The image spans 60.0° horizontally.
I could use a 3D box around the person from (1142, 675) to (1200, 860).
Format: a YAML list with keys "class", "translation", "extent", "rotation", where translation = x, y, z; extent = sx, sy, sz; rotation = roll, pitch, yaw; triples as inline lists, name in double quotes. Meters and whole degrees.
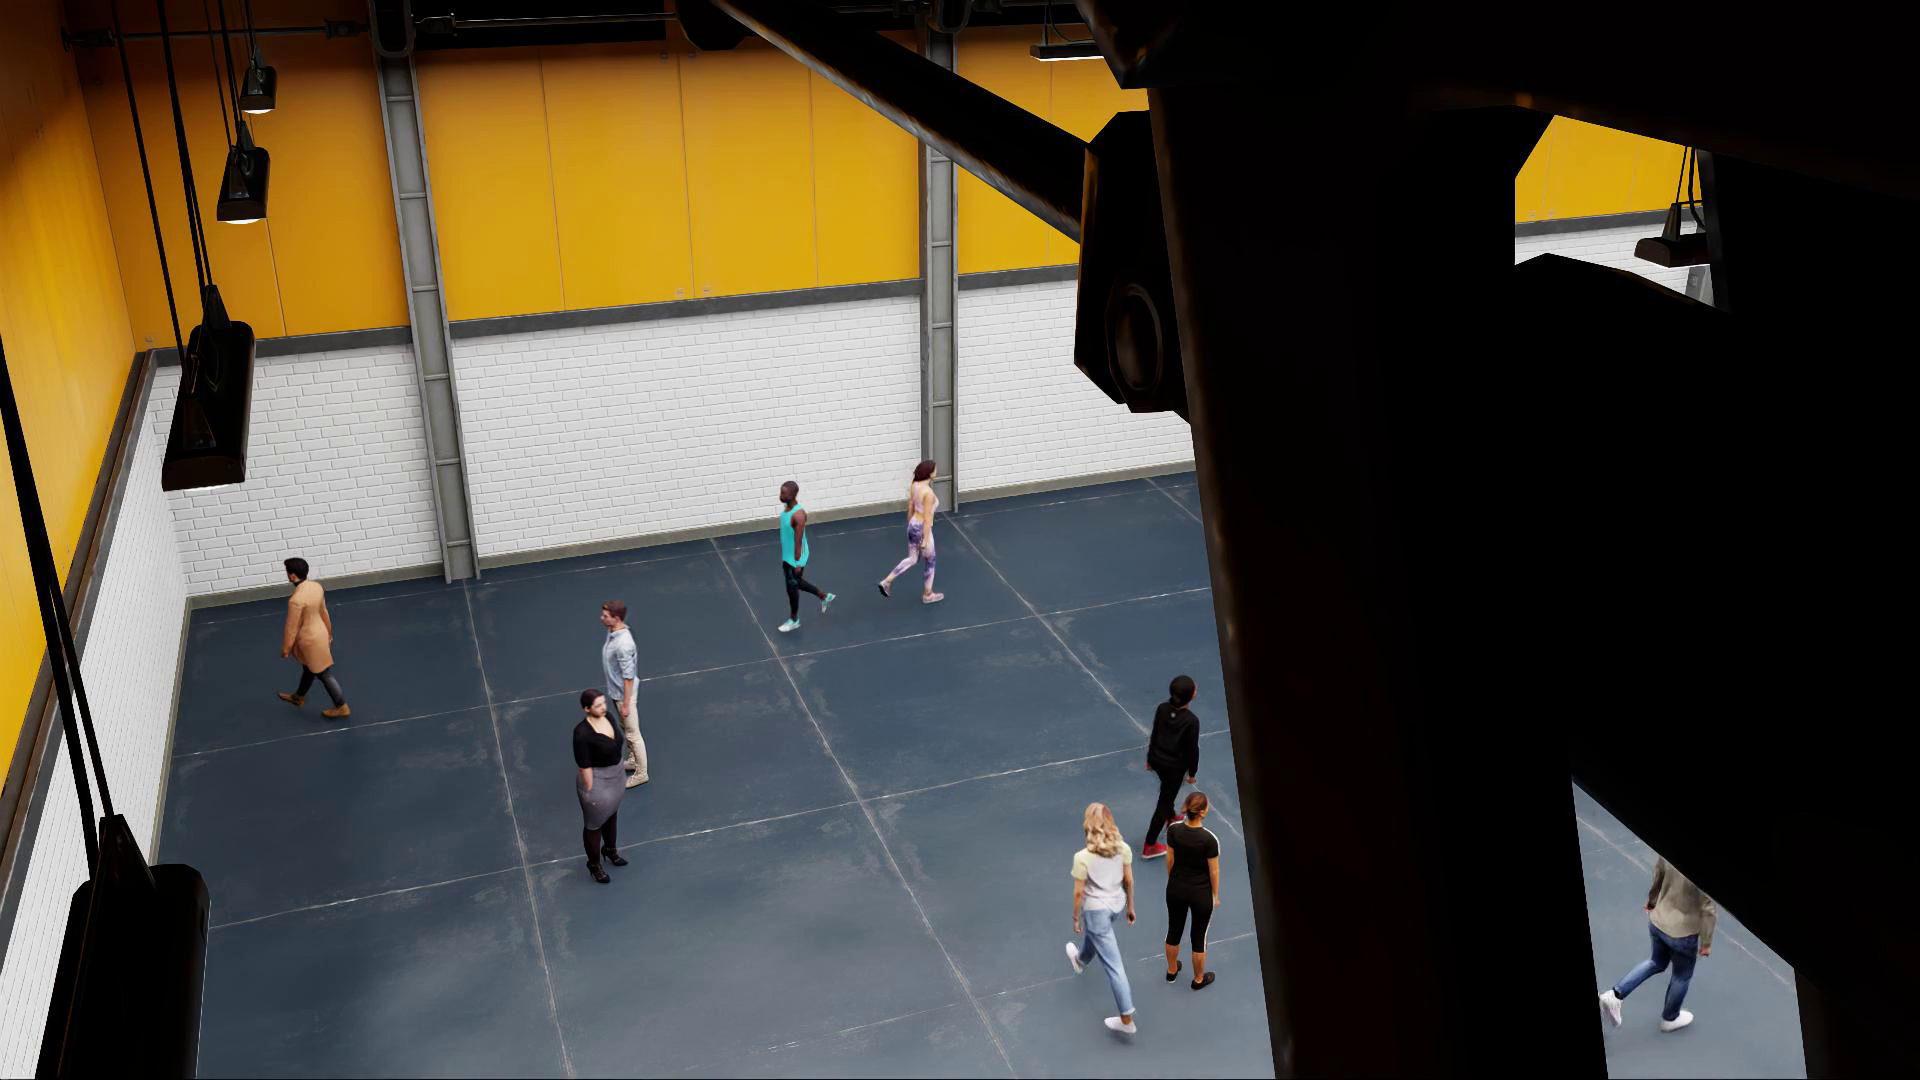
- class: "person"
  translation: [1.743, 1.952, 14.187]
  extent: [1.041, 1.631, 0.841]
  rotation: [-21, 31, -40]

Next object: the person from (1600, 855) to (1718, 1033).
- class: "person"
  translation: [5.074, 2.796, 11.993]
  extent: [0.974, 1.842, 0.718]
  rotation: [-7, 25, -16]

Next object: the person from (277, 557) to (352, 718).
- class: "person"
  translation: [-6.277, 0.988, 16.314]
  extent: [1.127, 1.693, 0.912]
  rotation: [2, 24, 4]

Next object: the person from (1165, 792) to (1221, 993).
- class: "person"
  translation: [1.742, 2.642, 12.561]
  extent: [0.659, 1.669, 0.694]
  rotation: [14, 27, 29]

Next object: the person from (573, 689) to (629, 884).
- class: "person"
  translation: [-3.011, 2.019, 13.873]
  extent: [0.822, 1.760, 0.776]
  rotation: [8, 25, 18]

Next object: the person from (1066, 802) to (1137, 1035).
- class: "person"
  translation: [1.104, 2.822, 12.199]
  extent: [1.262, 1.628, 0.793]
  rotation: [-13, 27, -26]

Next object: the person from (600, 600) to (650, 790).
- class: "person"
  translation: [-3.074, 1.386, 15.212]
  extent: [0.523, 1.846, 0.649]
  rotation: [-9, 25, -20]

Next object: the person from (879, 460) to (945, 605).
- class: "person"
  translation: [-0.517, -0.034, 18.593]
  extent: [1.073, 1.741, 0.739]
  rotation: [-15, 28, -31]

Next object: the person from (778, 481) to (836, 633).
- class: "person"
  translation: [-1.699, 0.179, 18.052]
  extent: [0.929, 1.784, 0.692]
  rotation: [-10, 26, -22]
